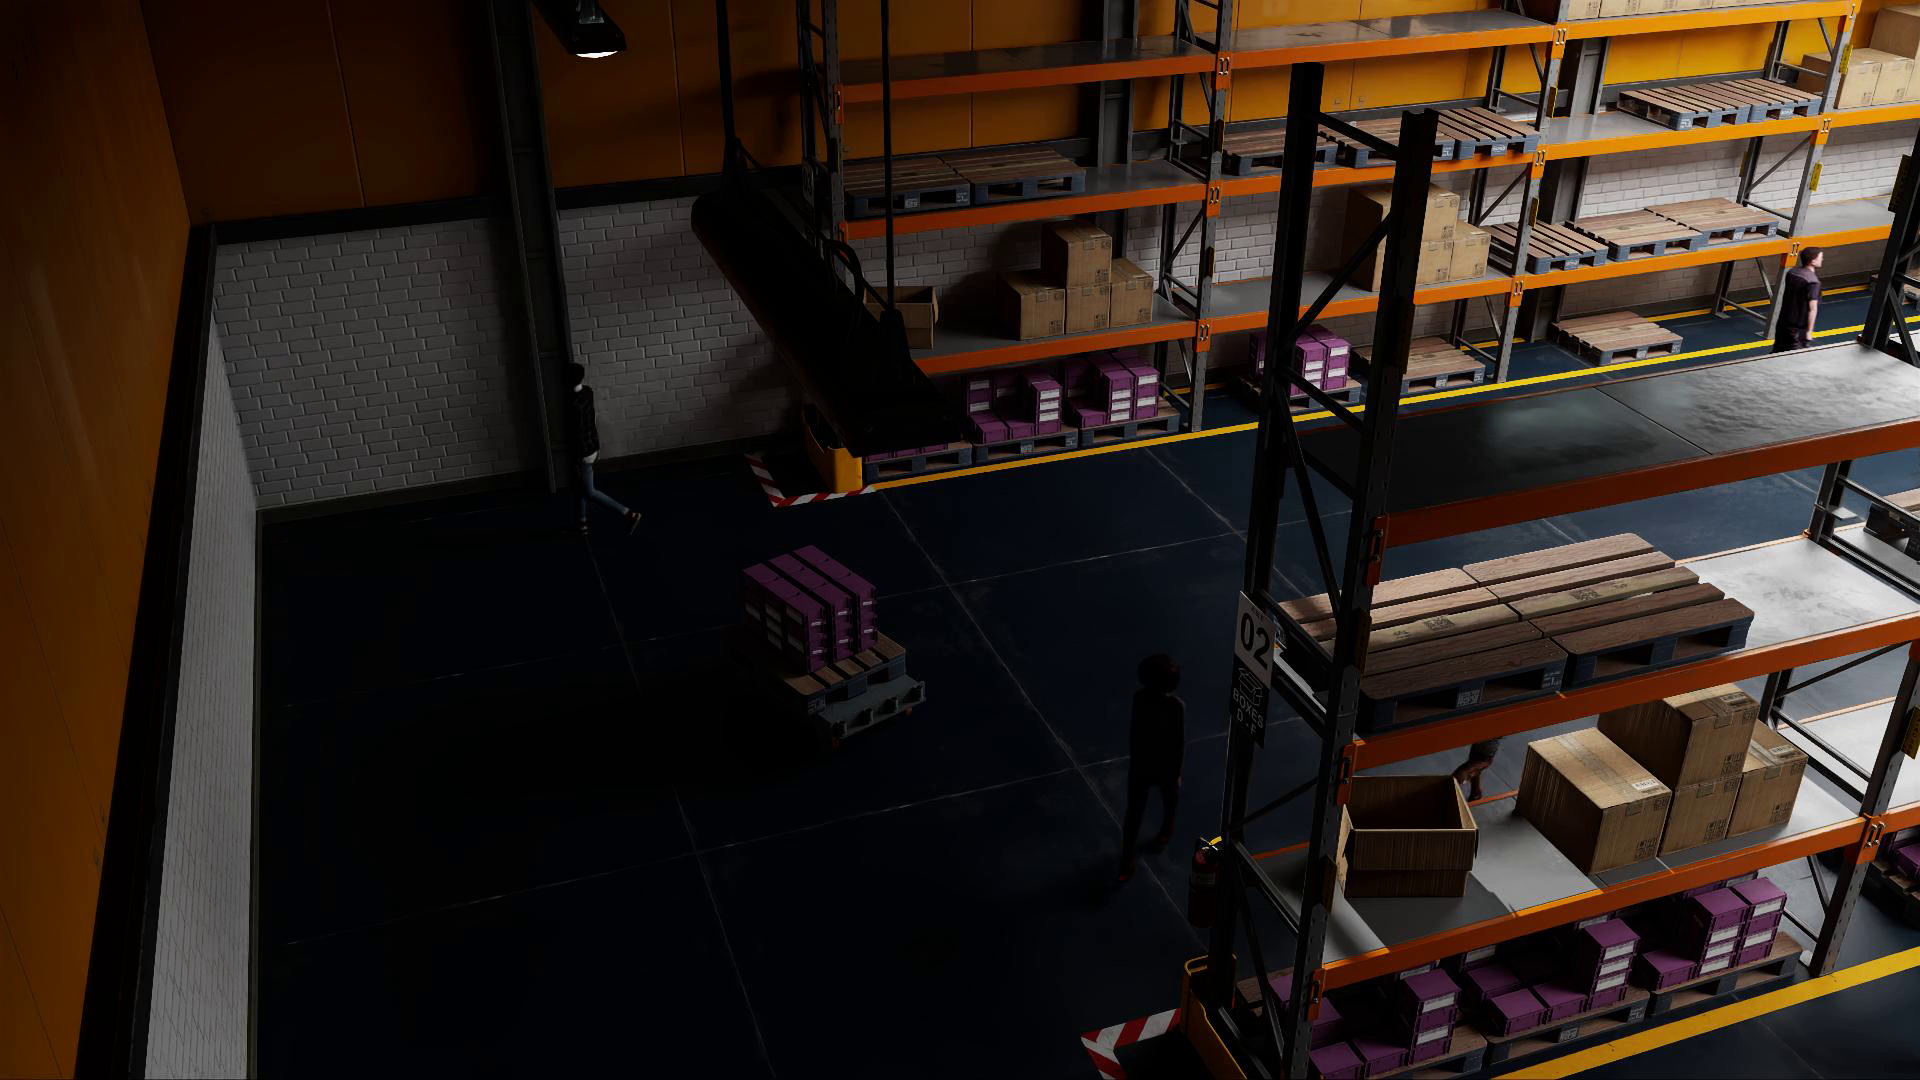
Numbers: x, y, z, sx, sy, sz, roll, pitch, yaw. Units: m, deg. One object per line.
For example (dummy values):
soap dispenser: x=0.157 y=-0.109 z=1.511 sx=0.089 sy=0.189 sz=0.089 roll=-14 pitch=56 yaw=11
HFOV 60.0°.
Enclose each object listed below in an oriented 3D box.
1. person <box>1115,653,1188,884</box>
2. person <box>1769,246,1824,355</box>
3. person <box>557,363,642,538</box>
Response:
person: x=1.414 y=1.521 z=11.614 sx=1.050 sy=1.668 sz=1.118 roll=13 pitch=31 yaw=22
person: x=9.336 y=-2.401 z=18.620 sx=0.687 sy=1.845 sz=0.775 roll=-3 pitch=29 yaw=-5
person: x=-3.481 y=-0.817 z=15.764 sx=1.214 sy=1.799 sz=0.981 roll=2 pitch=29 yaw=4
